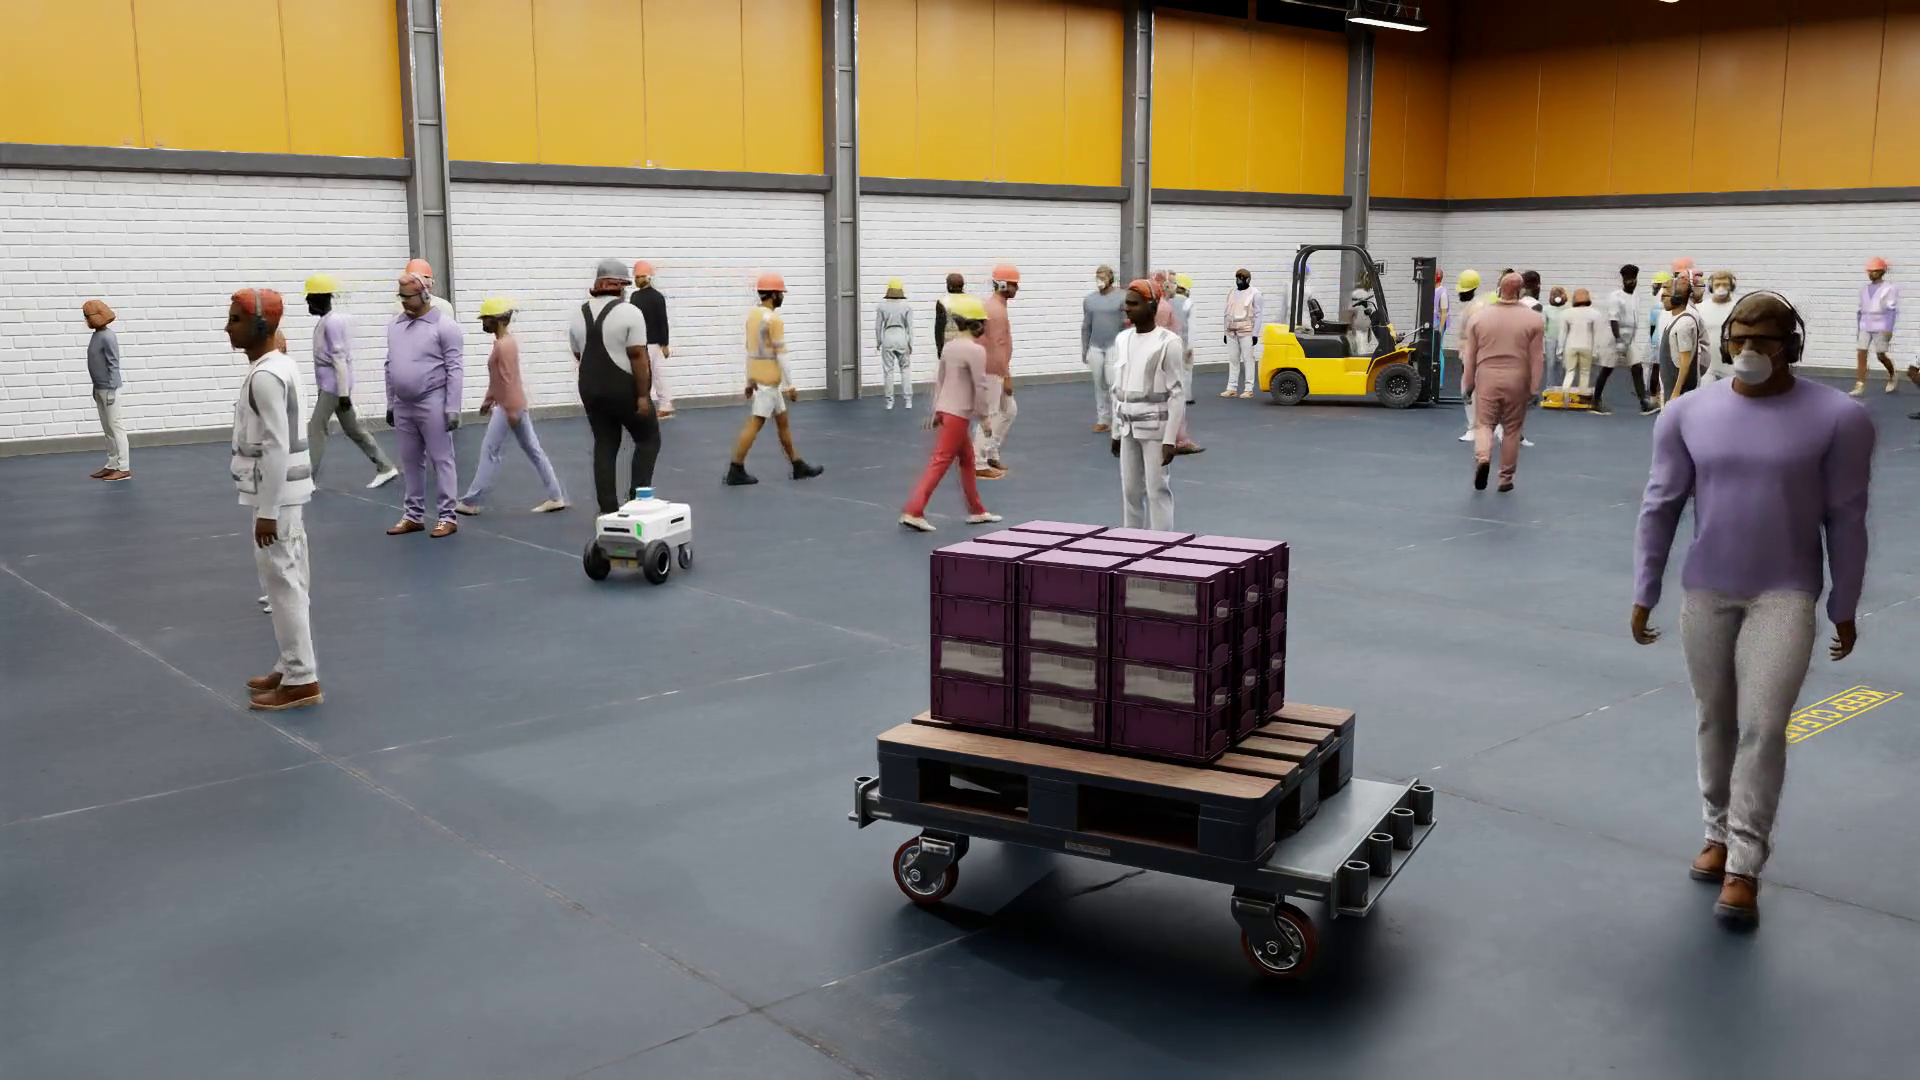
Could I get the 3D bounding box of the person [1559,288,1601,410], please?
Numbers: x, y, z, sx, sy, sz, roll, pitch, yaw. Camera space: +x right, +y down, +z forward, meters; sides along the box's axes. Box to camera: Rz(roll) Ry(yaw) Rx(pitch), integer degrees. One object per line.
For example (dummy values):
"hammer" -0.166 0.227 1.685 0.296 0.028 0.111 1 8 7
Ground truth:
"person" 8.114 -2.495 21.817 0.513 1.622 0.552 6 11 30

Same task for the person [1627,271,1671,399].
"person" 9.774 -2.881 23.465 0.705 1.807 0.627 1 10 4

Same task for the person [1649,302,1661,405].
"person" 9.566 -2.656 22.494 0.321 1.696 0.530 -6 11 -32

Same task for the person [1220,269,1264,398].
"person" 4.010 -2.945 23.756 0.429 1.846 0.627 -10 14 -44

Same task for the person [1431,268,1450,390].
"person" 7.172 -3.174 25.089 0.389 1.846 0.564 -1 10 -9

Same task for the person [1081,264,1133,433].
"person" 1.659 -2.170 18.967 0.654 1.926 0.440 6 12 33

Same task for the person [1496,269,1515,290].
"person" 9.783 -3.985 29.986 0.599 1.810 0.964 -5 11 -26

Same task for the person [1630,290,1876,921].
"person" 2.395 0.199 5.147 0.648 1.908 0.819 8 12 38

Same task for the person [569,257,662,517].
"person" -2.570 -1.126 12.530 0.698 2.000 0.573 5 11 28

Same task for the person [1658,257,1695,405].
"person" 9.359 -2.633 21.483 0.616 2.007 0.911 -1 10 -7

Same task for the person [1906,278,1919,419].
"person" 11.940 -2.432 20.519 0.407 1.918 0.555 7 12 35

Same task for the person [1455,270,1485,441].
"person" 5.609 -2.030 18.316 0.425 1.875 0.762 2 10 12

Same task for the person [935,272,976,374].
"person" -0.032 -2.380 20.504 0.633 1.826 0.561 -6 11 -31

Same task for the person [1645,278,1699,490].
"person" 5.961 -1.255 13.867 0.332 1.842 0.508 3 10 18

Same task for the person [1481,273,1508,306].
"person" 6.728 -2.402 20.677 0.448 1.821 0.635 -7 12 -34

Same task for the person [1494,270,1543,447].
"person" 5.883 -1.918 17.664 0.657 1.871 0.629 -3 10 -16

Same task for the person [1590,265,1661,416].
"person" 8.426 -2.504 20.974 0.621 1.904 0.982 -5 11 -28

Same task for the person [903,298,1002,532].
"person" -0.063 -0.925 12.303 0.884 1.719 0.530 -5 11 -26

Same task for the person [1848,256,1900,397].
"person" 13.268 -3.076 24.025 0.815 2.024 0.614 -5 11 -27

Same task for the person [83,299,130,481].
"person" -7.732 -1.351 15.037 0.279 1.633 0.499 -9 13 -42

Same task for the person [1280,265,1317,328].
"person" 5.566 -3.556 27.205 1.021 1.895 0.632 -9 13 -42

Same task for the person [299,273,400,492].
"person" -5.352 -1.348 14.303 0.980 1.887 0.605 -4 10 -22

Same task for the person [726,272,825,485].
"person" -1.688 -1.437 14.815 0.987 1.885 0.566 -5 11 -29

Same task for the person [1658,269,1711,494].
"person" 6.195 -1.349 14.233 0.409 1.909 0.642 1 10 4

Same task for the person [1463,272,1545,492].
"person" 4.617 -1.323 14.136 0.656 1.884 0.648 4 11 23

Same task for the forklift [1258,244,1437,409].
"forklift" 5.256 -2.933 22.661 2.313 2.155 1.214 3 10 16

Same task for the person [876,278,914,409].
"person" -0.865 -2.607 22.093 0.496 1.741 0.345 -1 10 -4

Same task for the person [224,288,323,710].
"person" -3.108 -0.180 7.474 0.380 1.882 0.599 -3 10 -17

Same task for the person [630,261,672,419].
"person" -3.931 -2.419 20.366 1.002 1.945 0.621 -8 13 -40

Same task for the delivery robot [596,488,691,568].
"delivery robot" -1.994 -0.088 10.526 0.477 0.478 0.707 3 10 18

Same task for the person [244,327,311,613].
"person" -3.893 -0.407 9.491 0.314 1.641 0.515 -4 11 -23

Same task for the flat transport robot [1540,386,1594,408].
"flat transport robot" 8.225 -1.925 22.383 0.652 0.197 1.431 5 11 25

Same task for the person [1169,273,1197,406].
"person" 2.879 -2.657 22.206 0.583 1.801 0.794 7 12 35

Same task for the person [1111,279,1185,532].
"person" 1.128 -0.647 10.195 0.357 1.881 0.574 -7 12 -34

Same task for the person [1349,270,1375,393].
"person" 5.902 -3.111 24.757 0.580 1.839 0.633 -9 13 -43

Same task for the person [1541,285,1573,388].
"person" 8.374 -2.761 23.333 0.523 1.611 0.431 2 10 14

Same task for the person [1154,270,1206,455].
"person" 2.151 -1.797 16.919 0.840 1.873 0.685 -1 10 -7

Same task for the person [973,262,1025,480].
"person" 0.321 -1.519 15.050 0.551 1.966 0.699 -1 10 -4

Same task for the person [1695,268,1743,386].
"person" 7.173 -1.612 15.752 0.636 1.916 0.768 4 10 22

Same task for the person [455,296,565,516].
"person" -3.563 -1.035 12.965 0.947 1.707 0.530 -2 10 -9

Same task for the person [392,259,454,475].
"person" -4.974 -1.596 15.412 0.615 1.997 0.373 1 10 7

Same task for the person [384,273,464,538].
"person" -3.895 -0.965 12.006 0.636 1.902 0.404 4 10 21
